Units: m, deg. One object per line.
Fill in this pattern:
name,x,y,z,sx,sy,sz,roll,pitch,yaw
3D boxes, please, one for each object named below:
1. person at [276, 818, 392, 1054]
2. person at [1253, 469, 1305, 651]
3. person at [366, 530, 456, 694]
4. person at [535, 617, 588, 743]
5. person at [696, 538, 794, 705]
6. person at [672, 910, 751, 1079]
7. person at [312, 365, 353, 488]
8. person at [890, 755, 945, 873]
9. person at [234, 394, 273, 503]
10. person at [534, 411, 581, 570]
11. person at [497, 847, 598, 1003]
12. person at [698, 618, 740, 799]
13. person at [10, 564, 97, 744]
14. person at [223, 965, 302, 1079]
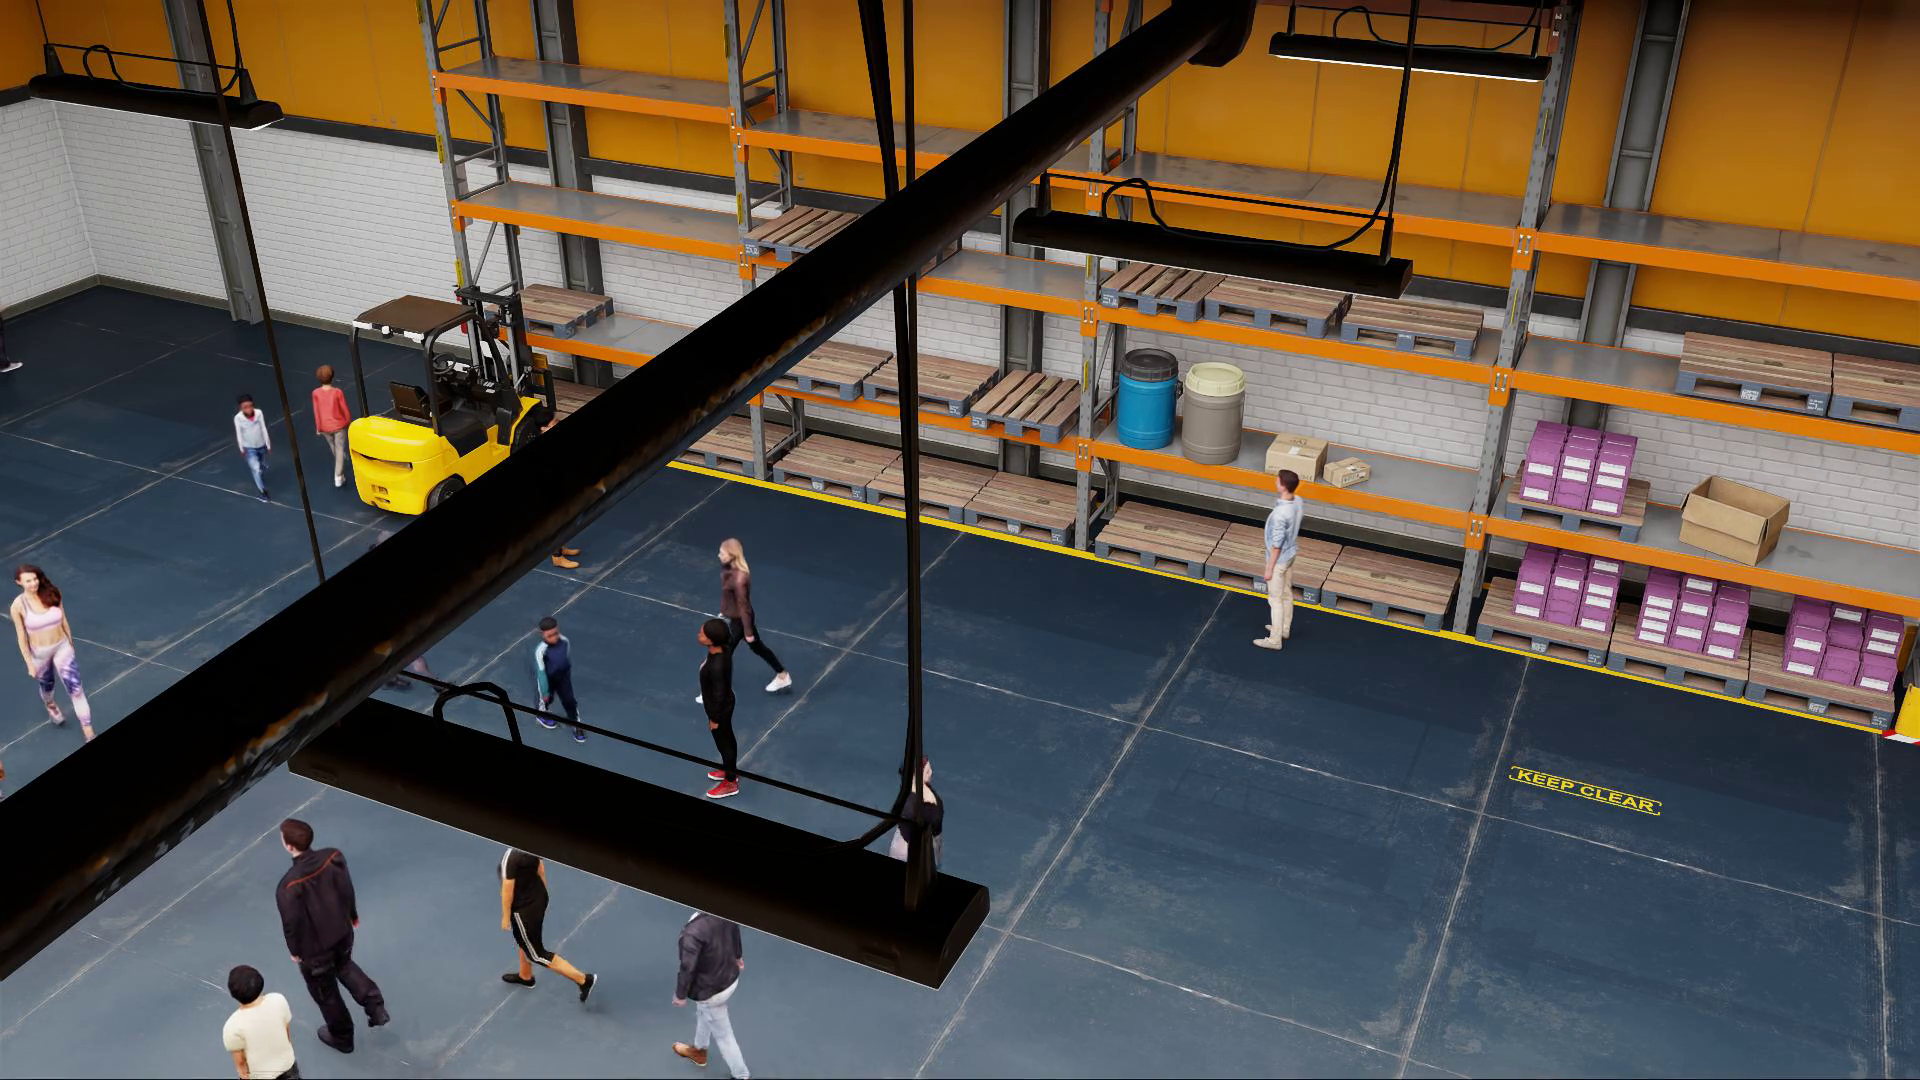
person,-4.208,2.685,11.147,0.750,1.902,0.689,14,32,24
person,3.050,0.177,15.802,0.575,1.846,0.679,17,33,29
person,-5.185,0.668,15.119,1.070,1.639,0.808,7,29,12
person,-3.599,1.176,14.616,0.978,1.228,0.742,23,36,36
person,-1.889,0.728,14.985,1.194,1.663,1.005,-4,29,-7
person,-1.526,2.915,10.817,0.897,1.815,0.672,11,31,20
person,-7.148,-1.273,18.950,0.960,1.378,0.871,-2,29,-3
person,-0.404,2.269,12.073,0.925,1.745,0.792,4,29,7
person,-7.973,-1.090,18.763,0.752,1.235,0.920,-18,33,-30
person,-4.211,-0.543,17.252,0.732,1.723,0.727,-4,29,-7
person,-2.950,2.573,11.625,1.075,1.641,0.755,6,29,10
person,-1.986,1.370,13.794,0.694,1.675,0.681,-2,29,-3
person,-7.939,0.987,14.448,1.281,1.721,0.903,25,38,38
person,-4.250,3.327,10.334,1.049,1.554,0.773,22,35,34
